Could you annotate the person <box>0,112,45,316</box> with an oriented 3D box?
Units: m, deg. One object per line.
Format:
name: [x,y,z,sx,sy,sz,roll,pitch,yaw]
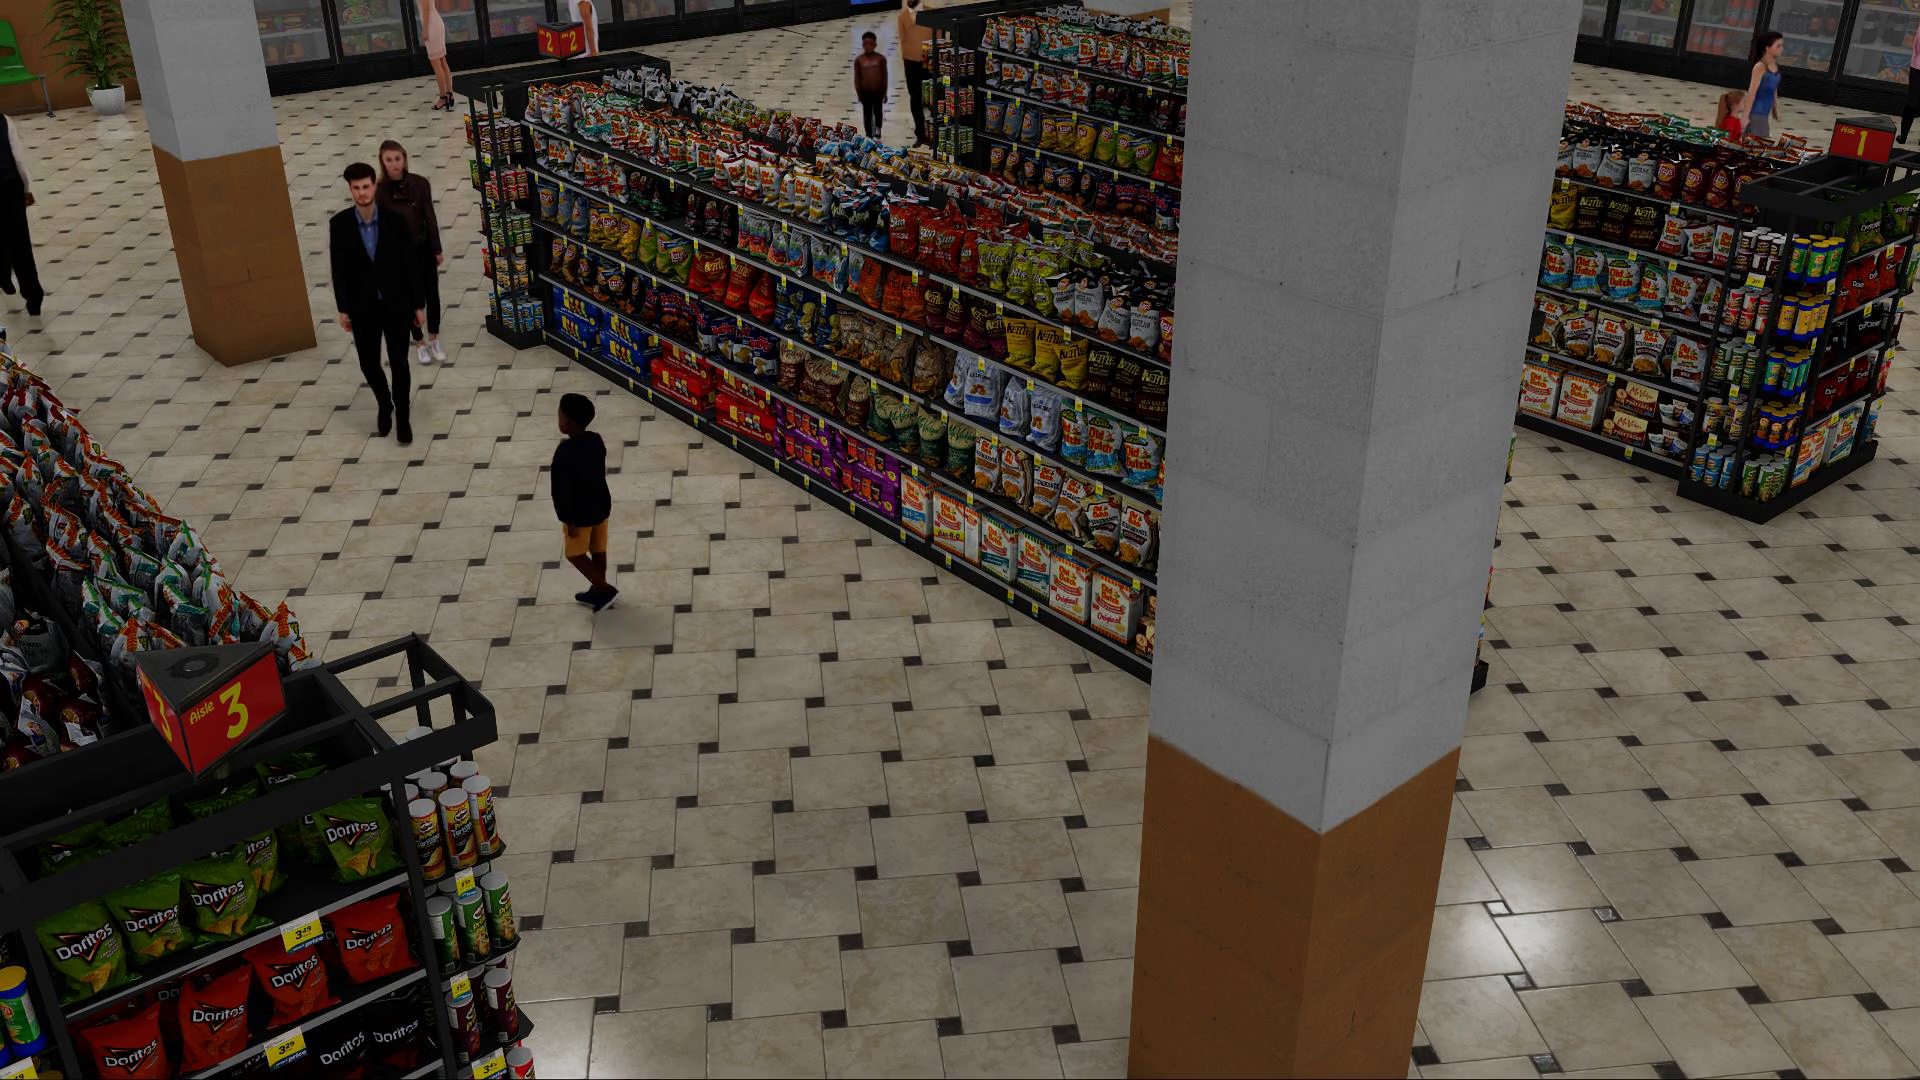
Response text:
person: [-7.594,-2.684,13.180,0.749,1.858,1.288,-19,32,-33]

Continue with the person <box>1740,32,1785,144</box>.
person: [7.856,-4.222,16.520,1.062,1.580,0.661,21,34,36]

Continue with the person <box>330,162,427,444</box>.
person: [-3.835,-1.582,10.977,0.806,1.885,0.792,-9,28,-17]

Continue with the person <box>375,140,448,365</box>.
person: [-4.073,-2.131,12.277,0.703,1.688,0.670,-12,29,-23]

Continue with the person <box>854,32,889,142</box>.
person: [-0.960,-4.978,18.392,0.841,1.235,0.965,-2,27,-4]

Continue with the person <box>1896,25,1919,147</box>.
person: [10.742,-5.235,18.398,0.598,1.688,0.733,14,30,25]

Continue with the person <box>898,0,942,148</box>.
person: [-0.392,-5.266,18.424,1.142,1.719,1.171,2,27,4]

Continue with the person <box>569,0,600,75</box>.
person: [-4.345,-5.716,19.235,0.747,1.788,0.592,-13,30,-24]

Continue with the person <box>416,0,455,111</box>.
person: [-6.317,-6.118,19.980,0.697,1.831,0.639,3,27,5]

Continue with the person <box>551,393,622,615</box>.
person: [-1.956,-0.176,8.891,0.698,1.263,0.619,15,30,26]

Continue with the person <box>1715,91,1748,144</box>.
person: [7.070,-3.559,15.560,0.962,1.266,0.805,7,28,14]
